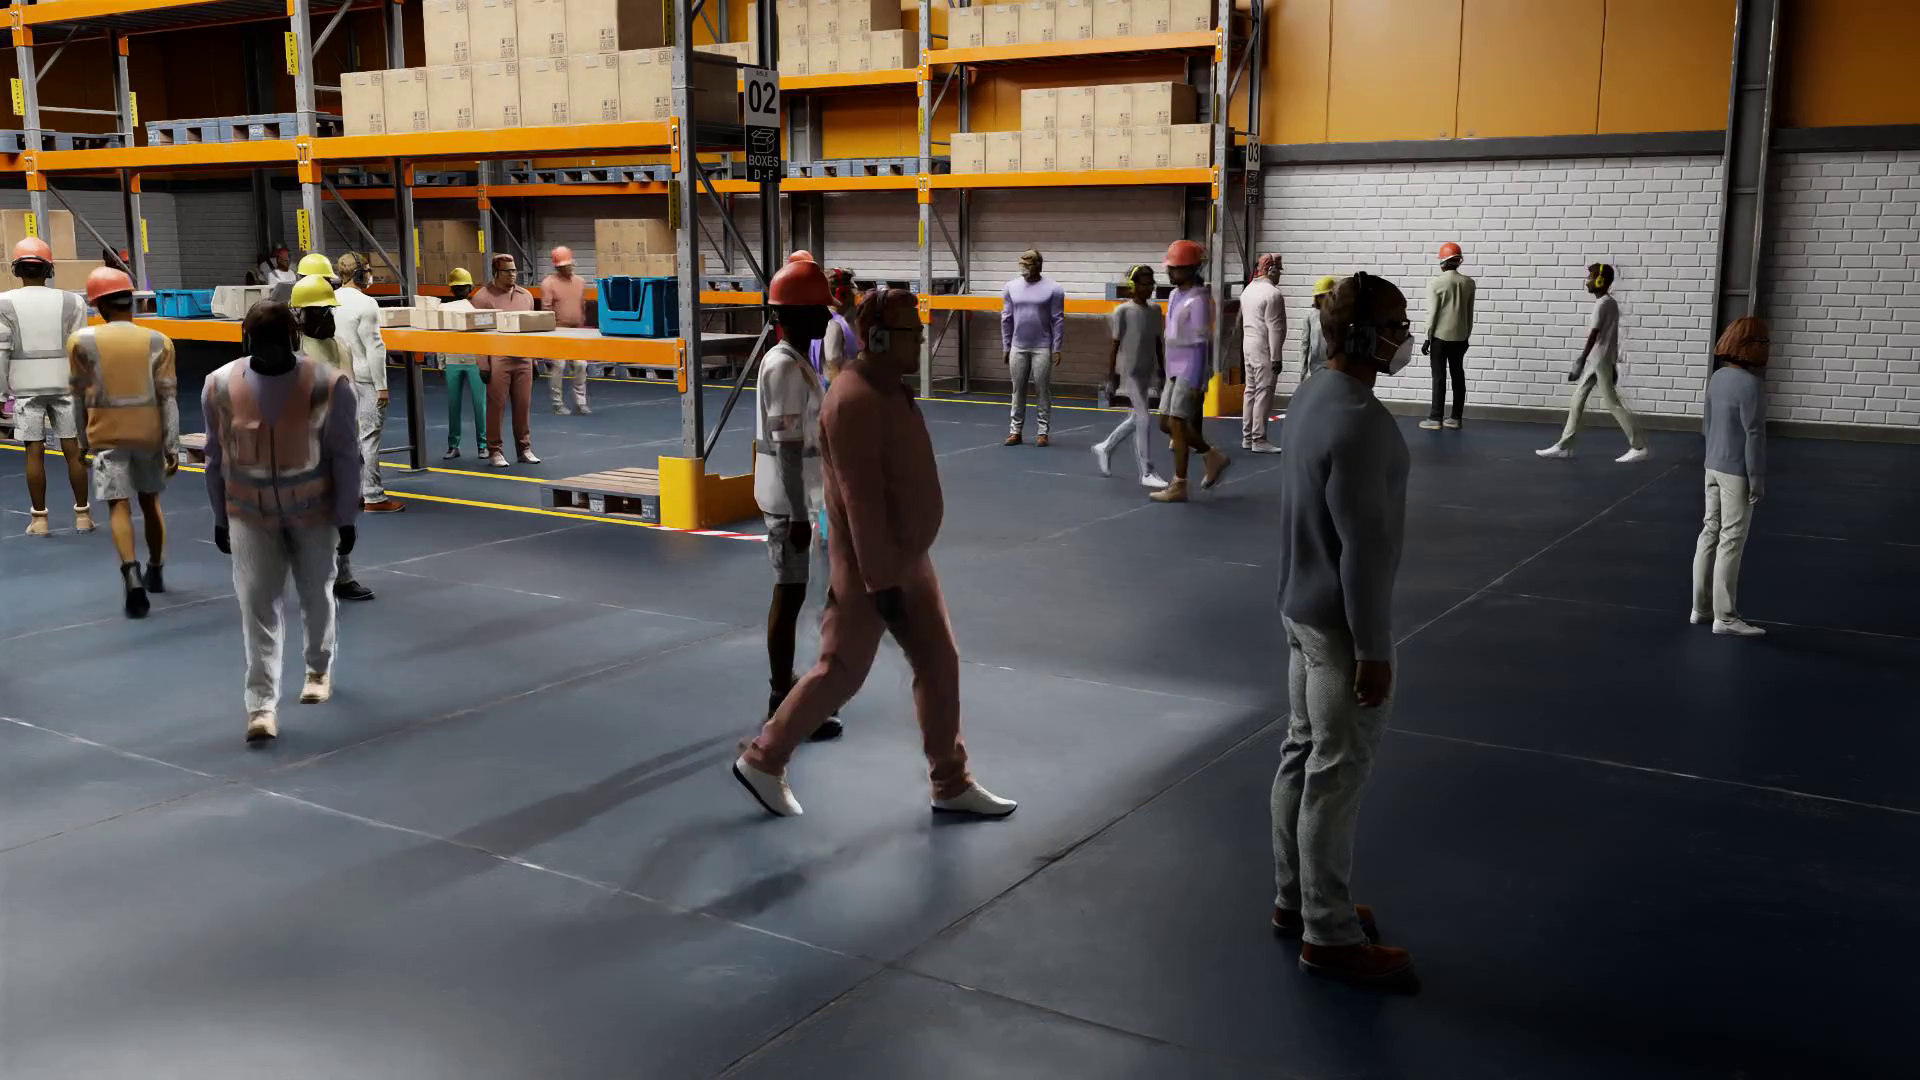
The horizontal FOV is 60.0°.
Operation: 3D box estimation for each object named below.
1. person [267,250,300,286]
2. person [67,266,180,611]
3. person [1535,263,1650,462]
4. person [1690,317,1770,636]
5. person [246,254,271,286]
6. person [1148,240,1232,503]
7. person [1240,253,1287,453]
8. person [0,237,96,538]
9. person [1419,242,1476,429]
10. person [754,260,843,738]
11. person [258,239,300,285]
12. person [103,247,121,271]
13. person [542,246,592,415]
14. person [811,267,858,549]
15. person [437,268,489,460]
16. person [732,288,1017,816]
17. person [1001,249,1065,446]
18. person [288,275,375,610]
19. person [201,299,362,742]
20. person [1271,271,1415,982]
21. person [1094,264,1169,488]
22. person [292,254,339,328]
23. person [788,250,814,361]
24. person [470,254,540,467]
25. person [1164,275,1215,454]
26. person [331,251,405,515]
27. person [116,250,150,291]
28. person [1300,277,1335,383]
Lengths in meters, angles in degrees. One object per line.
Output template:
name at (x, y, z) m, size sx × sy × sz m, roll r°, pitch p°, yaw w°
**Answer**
person at (-10.328, -3.511, 25.564) m, size 0.422 × 1.866 × 0.601 m, roll 6°, pitch 12°, yaw 28°
person at (-4.607, -0.567, 9.230) m, size 0.532 × 1.893 × 0.927 m, roll -7°, pitch 12°, yaw -34°
person at (5.882, -1.618, 15.233) m, size 0.990 × 1.824 × 0.527 m, roll 4°, pitch 11°, yaw 23°
person at (4.000, -0.330, 8.589) m, size 0.286 × 1.633 × 0.499 m, roll 0°, pitch 10°, yaw -2°
person at (-11.891, -4.021, 28.622) m, size 0.915 × 1.783 × 0.695 m, roll 8°, pitch 13°, yaw 37°
person at (1.784, -1.292, 12.836) m, size 0.596 × 2.023 × 0.632 m, roll -2°, pitch 10°, yaw -11°
person at (2.919, -1.777, 15.894) m, size 0.400 × 1.896 × 0.648 m, roll -3°, pitch 11°, yaw -15°
person at (-6.256, -1.036, 11.362) m, size 0.615 × 2.041 × 0.387 m, roll -7°, pitch 12°, yaw -35°
person at (5.227, -2.181, 17.842) m, size 0.612 × 1.995 × 0.376 m, roll -4°, pitch 11°, yaw -23°
person at (-0.658, -0.168, 6.846) m, size 0.371 × 1.939 × 0.543 m, roll -1°, pitch 10°, yaw -3°
person at (-11.474, -4.074, 28.202) m, size 0.684 × 2.000 × 0.535 m, roll 0°, pitch 10°, yaw 0°
person at (-12.400, -3.342, 24.485) m, size 0.591 × 1.917 × 0.379 m, roll 1°, pitch 10°, yaw 4°
person at (-4.539, -2.387, 19.104) m, size 0.638 × 1.943 × 0.734 m, roll -9°, pitch 14°, yaw -41°
person at (-0.822, -0.860, 10.928) m, size 0.377 × 1.846 × 0.570 m, roll -1°, pitch 10°, yaw -7°
person at (-4.574, -1.622, 15.377) m, size 0.524 × 1.769 × 0.325 m, roll -1°, pitch 10°, yaw -3°
person at (-0.326, 0.064, 5.761) m, size 0.946 × 1.866 × 0.640 m, roll 3°, pitch 11°, yaw 15°
person at (0.711, -1.884, 16.360) m, size 0.629 × 1.937 × 0.378 m, roll 3°, pitch 11°, yaw 17°
person at (-3.509, -0.534, 9.168) m, size 0.404 × 1.833 × 0.590 m, roll 3°, pitch 11°, yaw 17°
person at (-2.823, -0.108, 6.962) m, size 0.629 × 1.783 × 0.982 m, roll -3°, pitch 11°, yaw -15°
person at (1.063, 0.236, 4.604) m, size 0.366 × 1.939 × 0.635 m, roll -1°, pitch 10°, yaw -3°
person at (1.425, -1.375, 13.843) m, size 0.525 × 1.830 × 0.876 m, roll -8°, pitch 13°, yaw -39°
person at (-4.962, -1.240, 12.853) m, size 0.402 × 1.918 × 0.589 m, roll -3°, pitch 11°, yaw -16°
person at (-1.486, -1.708, 15.409) m, size 0.385 × 1.927 × 0.546 m, roll 7°, pitch 12°, yaw 34°
person at (-4.048, -1.603, 14.926) m, size 0.401 × 1.900 × 0.635 m, roll 8°, pitch 13°, yaw 38°
person at (2.194, -1.672, 15.843) m, size 0.542 × 1.697 × 0.316 m, roll 9°, pitch 13°, yaw 40°
person at (-4.438, -1.151, 12.295) m, size 0.630 × 1.940 × 0.372 m, roll 7°, pitch 12°, yaw 35°
person at (-11.327, -3.005, 22.699) m, size 0.549 × 1.899 × 0.946 m, roll -4°, pitch 11°, yaw -23°
person at (3.410, -1.584, 15.399) m, size 0.491 × 1.694 × 0.904 m, roll 6°, pitch 12°, yaw 30°
